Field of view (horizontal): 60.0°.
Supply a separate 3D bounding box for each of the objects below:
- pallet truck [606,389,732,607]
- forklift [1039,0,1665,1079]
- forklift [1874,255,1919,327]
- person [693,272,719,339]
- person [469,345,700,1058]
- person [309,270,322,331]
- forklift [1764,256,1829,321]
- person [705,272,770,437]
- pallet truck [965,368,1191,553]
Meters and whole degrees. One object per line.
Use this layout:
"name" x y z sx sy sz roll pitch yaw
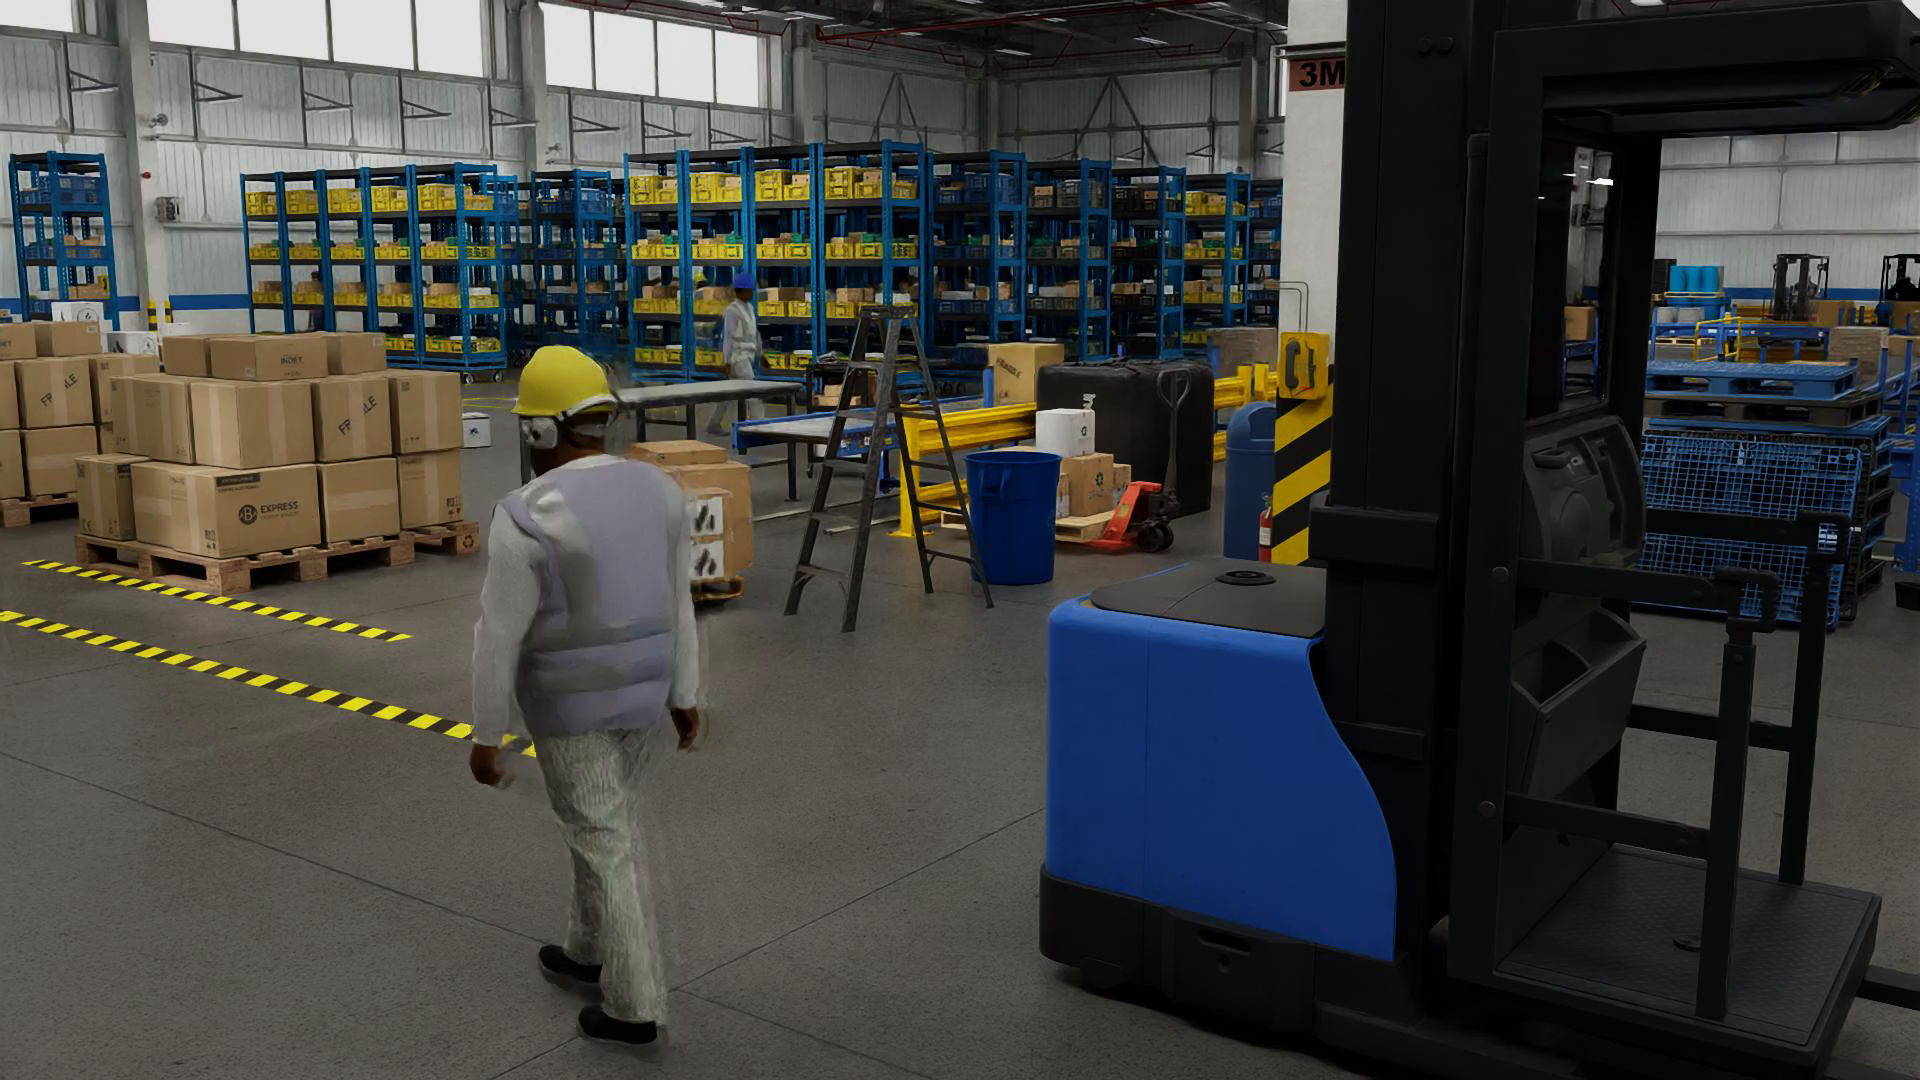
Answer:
"pallet truck" -1.981 -0.274 10.088 0.680 1.201 1.601 -5 11 -28
"forklift" 1.249 -0.137 4.360 1.873 2.768 1.129 7 12 35
"forklift" 22.089 -5.634 38.796 1.157 1.987 2.680 6 11 33
"person" -4.553 -3.806 29.364 0.621 1.815 0.438 -7 12 -34
"person" -1.033 0.402 4.329 0.760 1.801 0.618 7 12 35
"person" -12.105 -4.189 31.574 0.570 1.840 0.373 4 10 21
"forklift" 20.253 -5.854 40.139 1.157 1.987 2.680 7 12 35
"person" -2.503 -2.088 18.934 1.015 1.900 0.617 2 10 11
"pallet truck" 0.845 -0.609 11.869 1.630 1.274 0.653 7 12 35
